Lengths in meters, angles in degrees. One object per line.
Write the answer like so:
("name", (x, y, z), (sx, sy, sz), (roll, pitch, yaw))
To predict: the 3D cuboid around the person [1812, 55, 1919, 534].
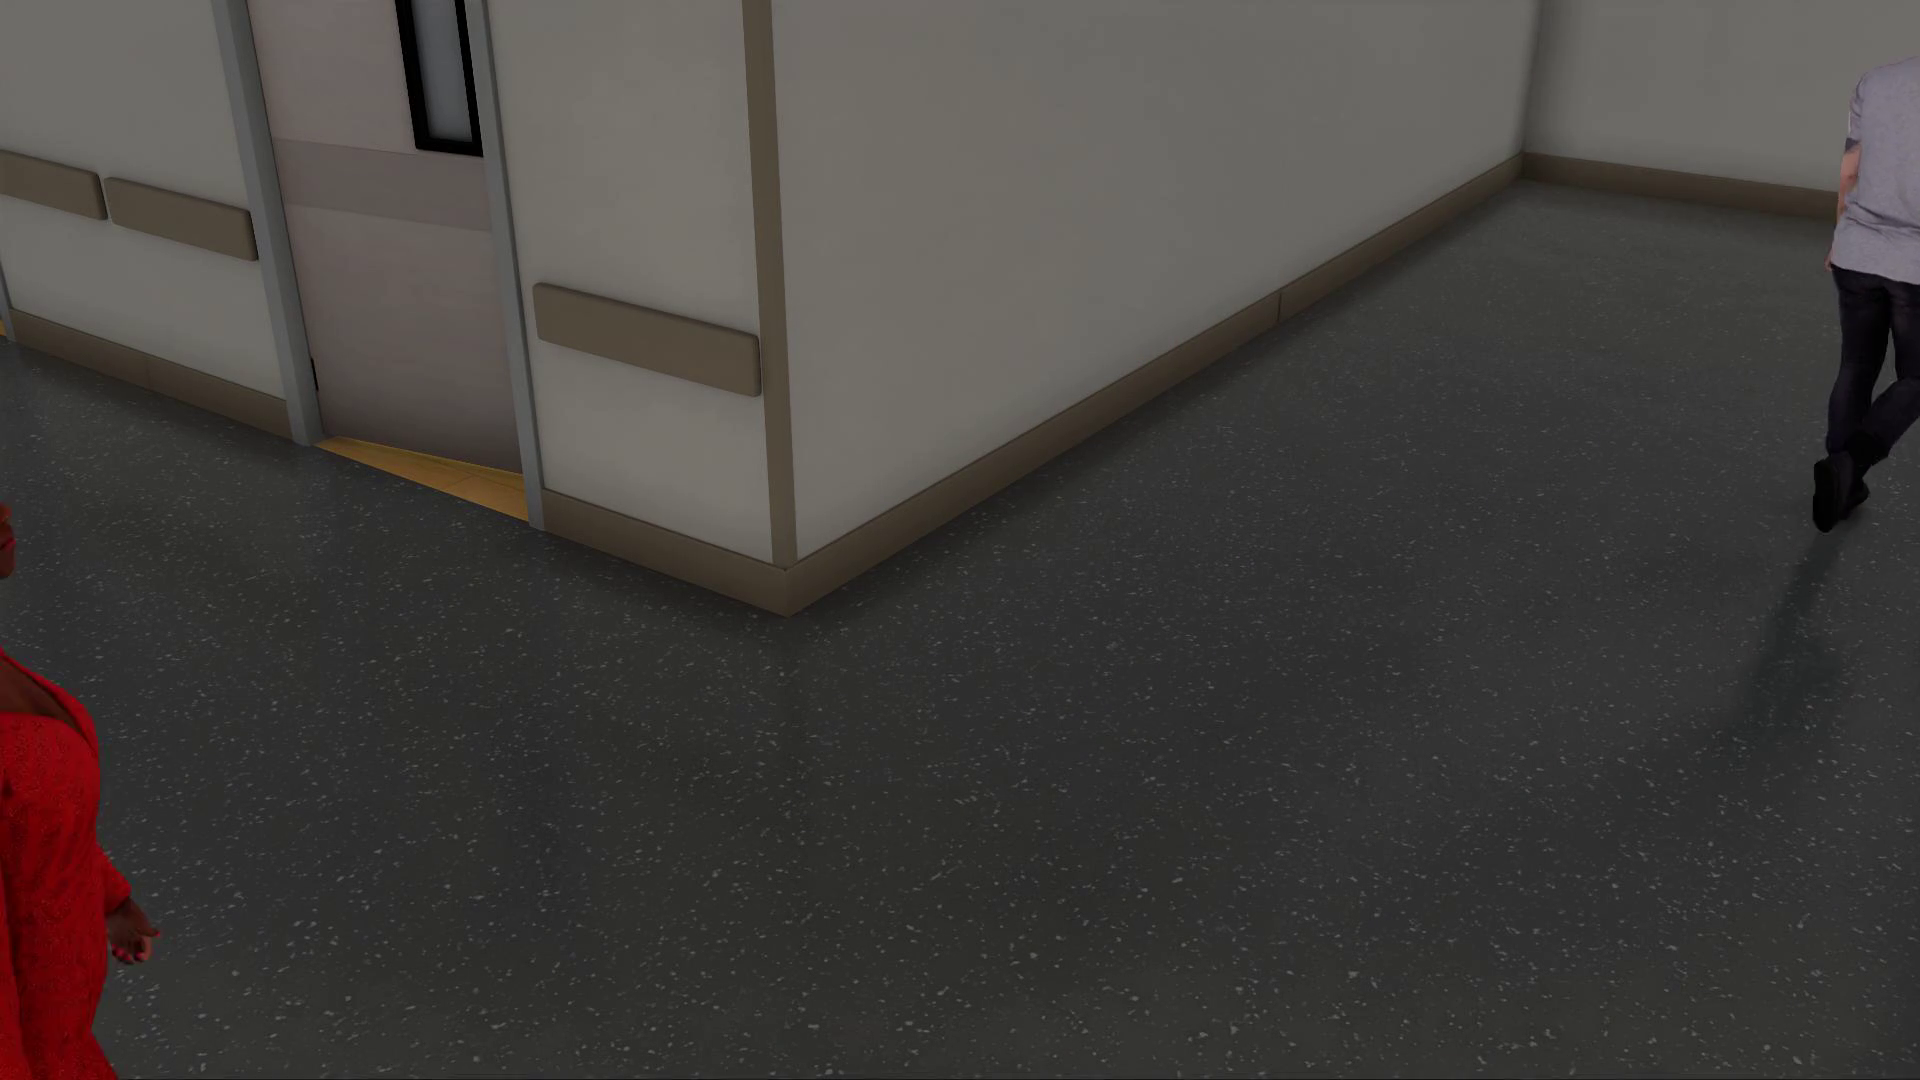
("person", (2.985, -0.857, 5.359), (1.016, 1.812, 0.801), (-20, 32, -36))
